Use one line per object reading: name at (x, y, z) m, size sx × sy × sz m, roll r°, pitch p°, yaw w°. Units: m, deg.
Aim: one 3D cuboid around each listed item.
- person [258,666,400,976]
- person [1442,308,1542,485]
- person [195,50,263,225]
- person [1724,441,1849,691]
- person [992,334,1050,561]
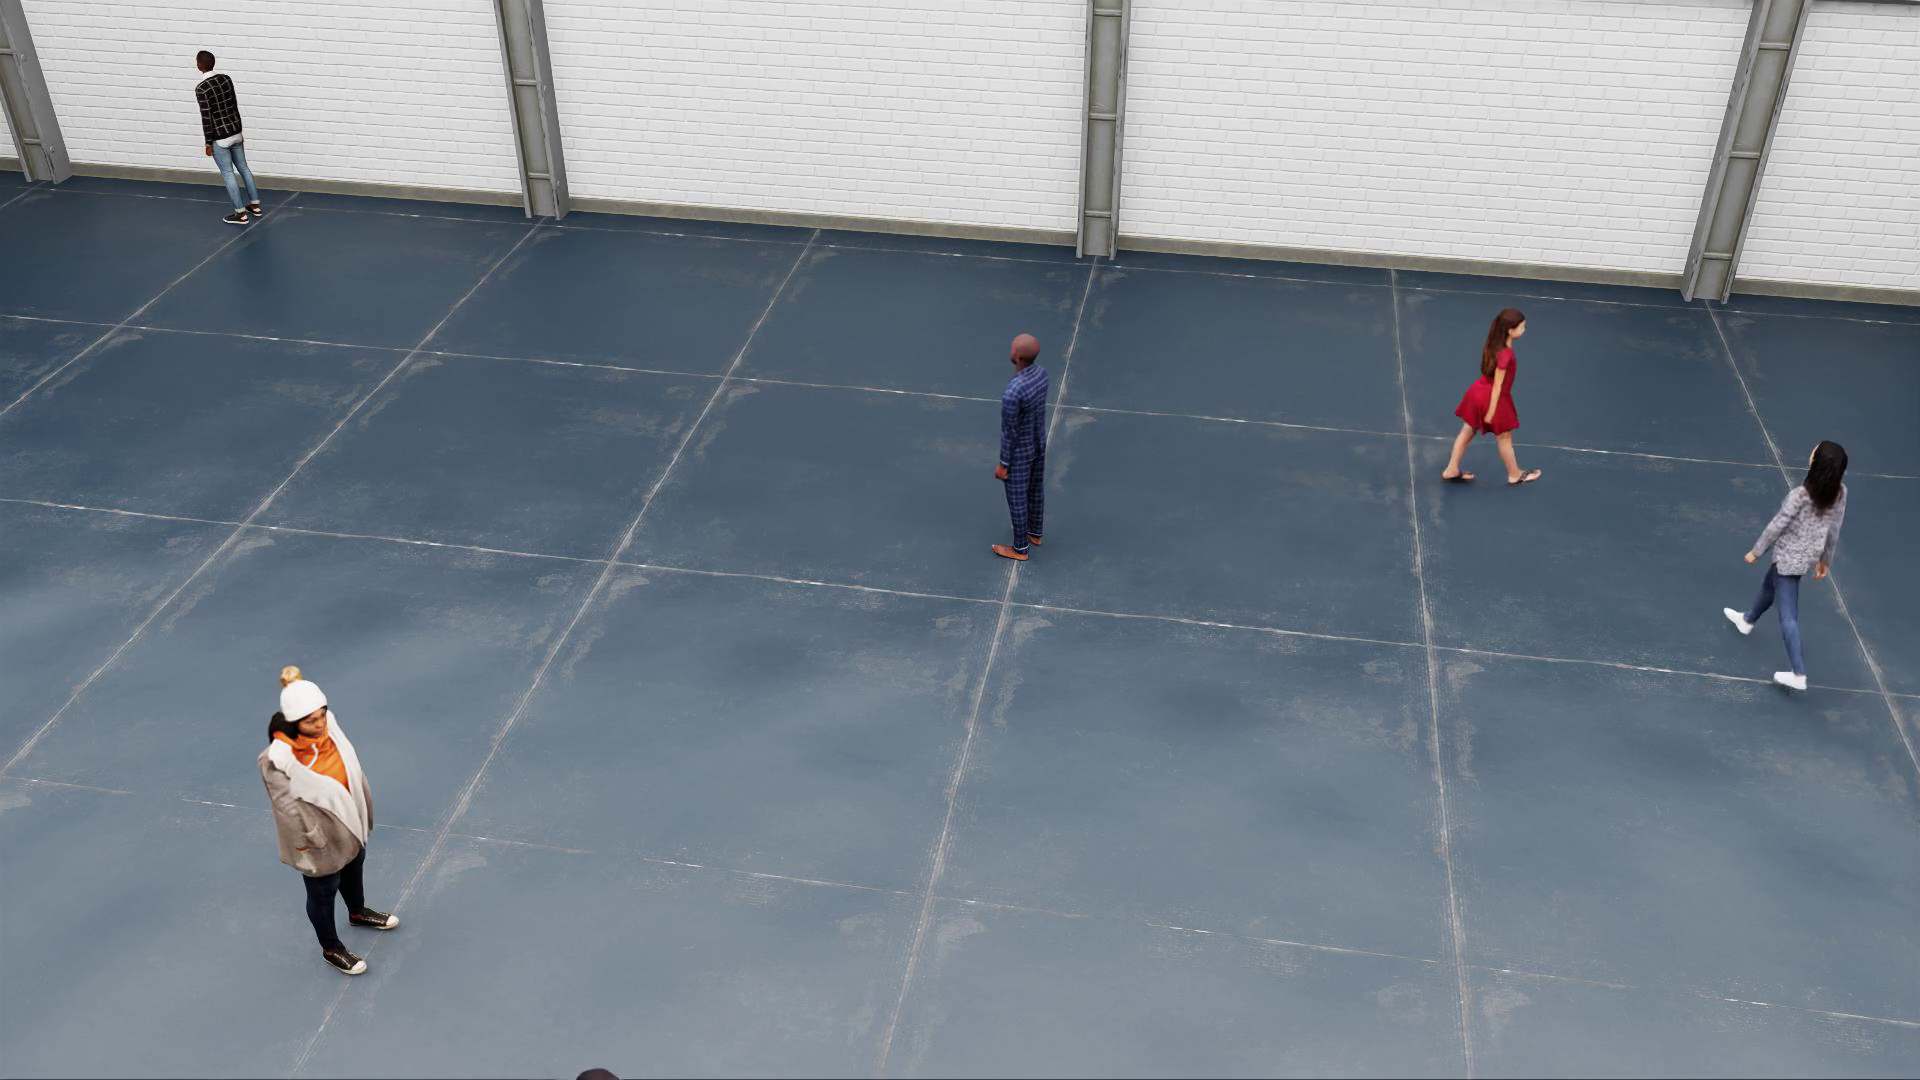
person at (-3.400, 1.463, 8.845) m, size 0.680 × 1.905 × 0.703 m, roll 9°, pitch 35°, yaw 13°
person at (4.084, -1.104, 13.053) m, size 1.003 × 1.522 × 0.659 m, roll -1°, pitch 34°, yaw -1°
person at (-7.731, -4.249, 17.515) m, size 0.637 × 1.821 × 0.711 m, roll 13°, pitch 36°, yaw 19°
person at (5.543, 0.186, 10.963) m, size 1.195 × 1.687 × 1.058 m, roll -10°, pitch 35°, yaw -15°
person at (0.470, -0.691, 12.163) m, size 0.738 × 1.819 × 0.747 m, roll 19°, pitch 38°, yaw 27°
